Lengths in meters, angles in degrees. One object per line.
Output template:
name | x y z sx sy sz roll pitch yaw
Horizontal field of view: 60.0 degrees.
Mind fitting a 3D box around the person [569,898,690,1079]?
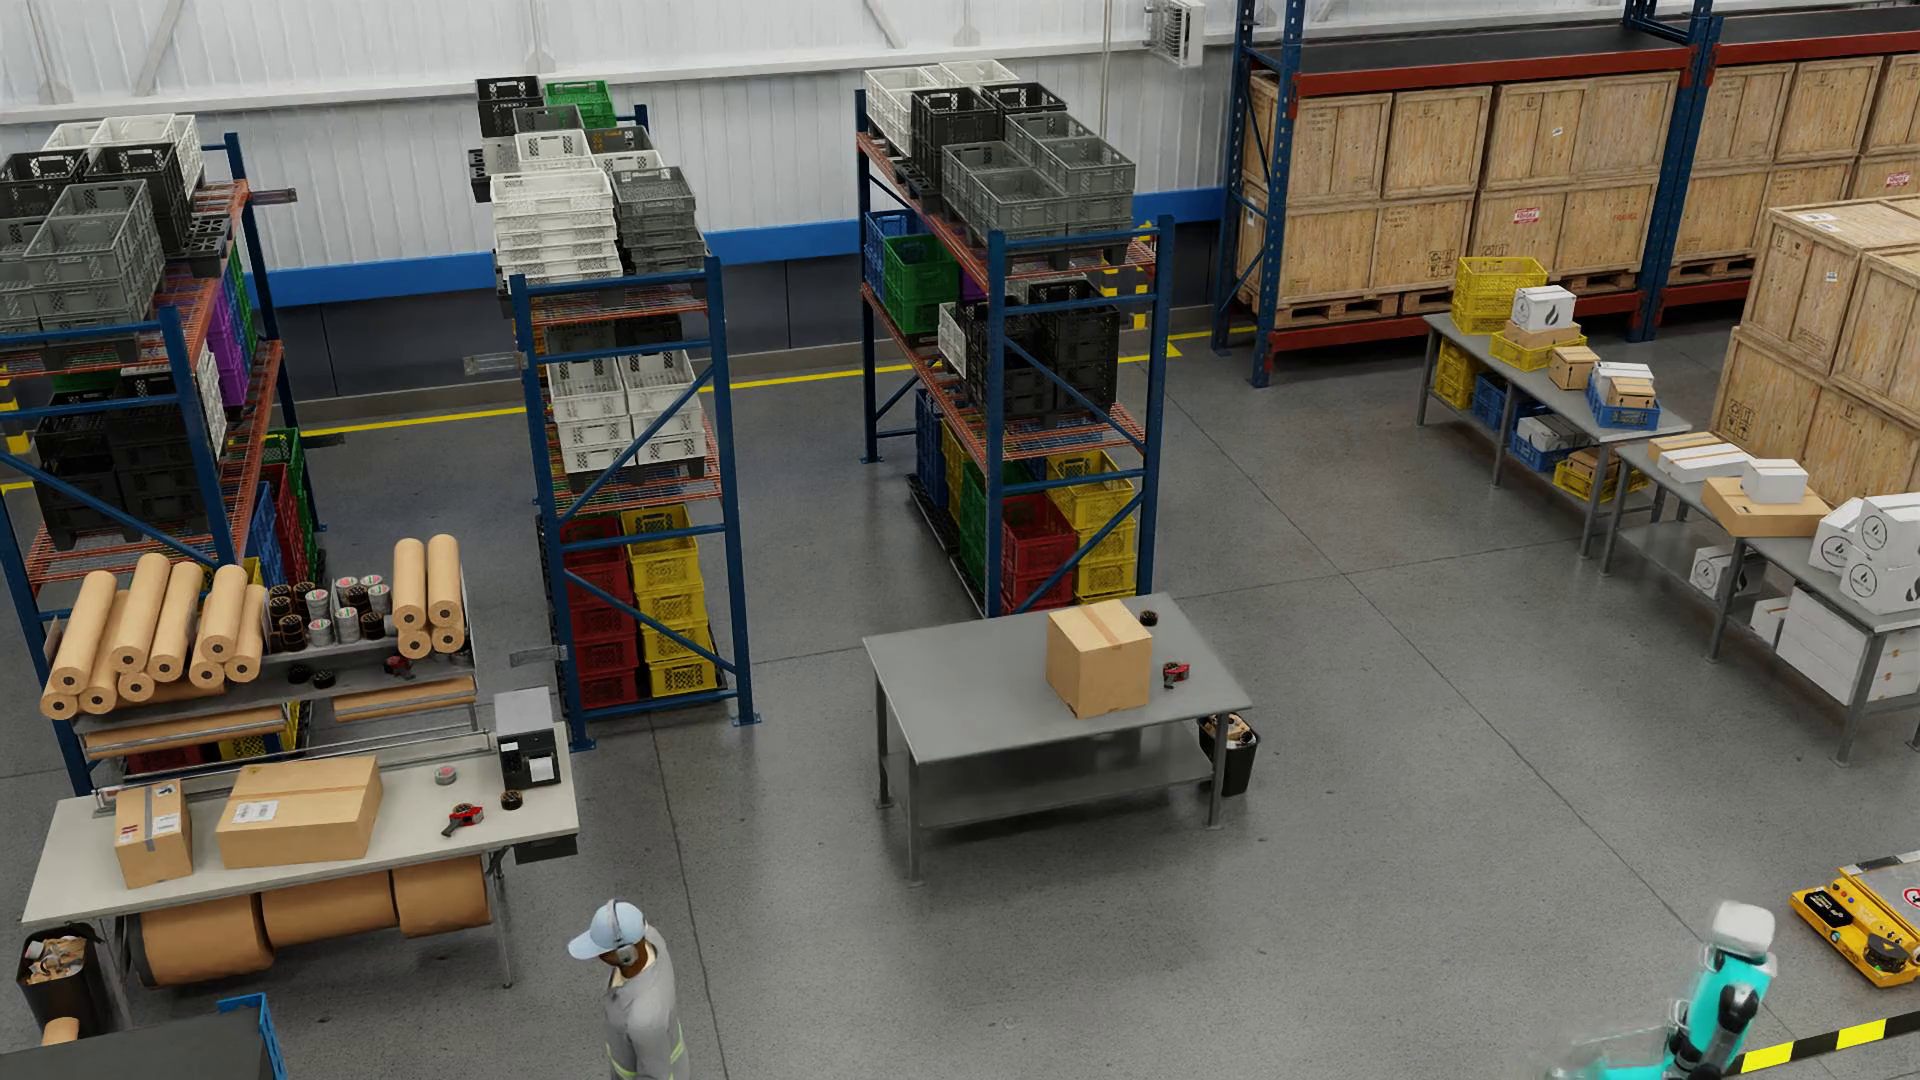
person | -1.268 2.152 6.607 0.393 1.848 0.586 -7 29 -12

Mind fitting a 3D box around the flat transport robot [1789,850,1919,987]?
flat transport robot | 5.163 1.916 8.676 1.431 0.231 0.659 -8 30 -14

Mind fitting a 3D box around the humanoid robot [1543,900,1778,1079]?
humanoid robot | 2.674 2.134 6.809 1.015 1.778 0.532 13 31 22
